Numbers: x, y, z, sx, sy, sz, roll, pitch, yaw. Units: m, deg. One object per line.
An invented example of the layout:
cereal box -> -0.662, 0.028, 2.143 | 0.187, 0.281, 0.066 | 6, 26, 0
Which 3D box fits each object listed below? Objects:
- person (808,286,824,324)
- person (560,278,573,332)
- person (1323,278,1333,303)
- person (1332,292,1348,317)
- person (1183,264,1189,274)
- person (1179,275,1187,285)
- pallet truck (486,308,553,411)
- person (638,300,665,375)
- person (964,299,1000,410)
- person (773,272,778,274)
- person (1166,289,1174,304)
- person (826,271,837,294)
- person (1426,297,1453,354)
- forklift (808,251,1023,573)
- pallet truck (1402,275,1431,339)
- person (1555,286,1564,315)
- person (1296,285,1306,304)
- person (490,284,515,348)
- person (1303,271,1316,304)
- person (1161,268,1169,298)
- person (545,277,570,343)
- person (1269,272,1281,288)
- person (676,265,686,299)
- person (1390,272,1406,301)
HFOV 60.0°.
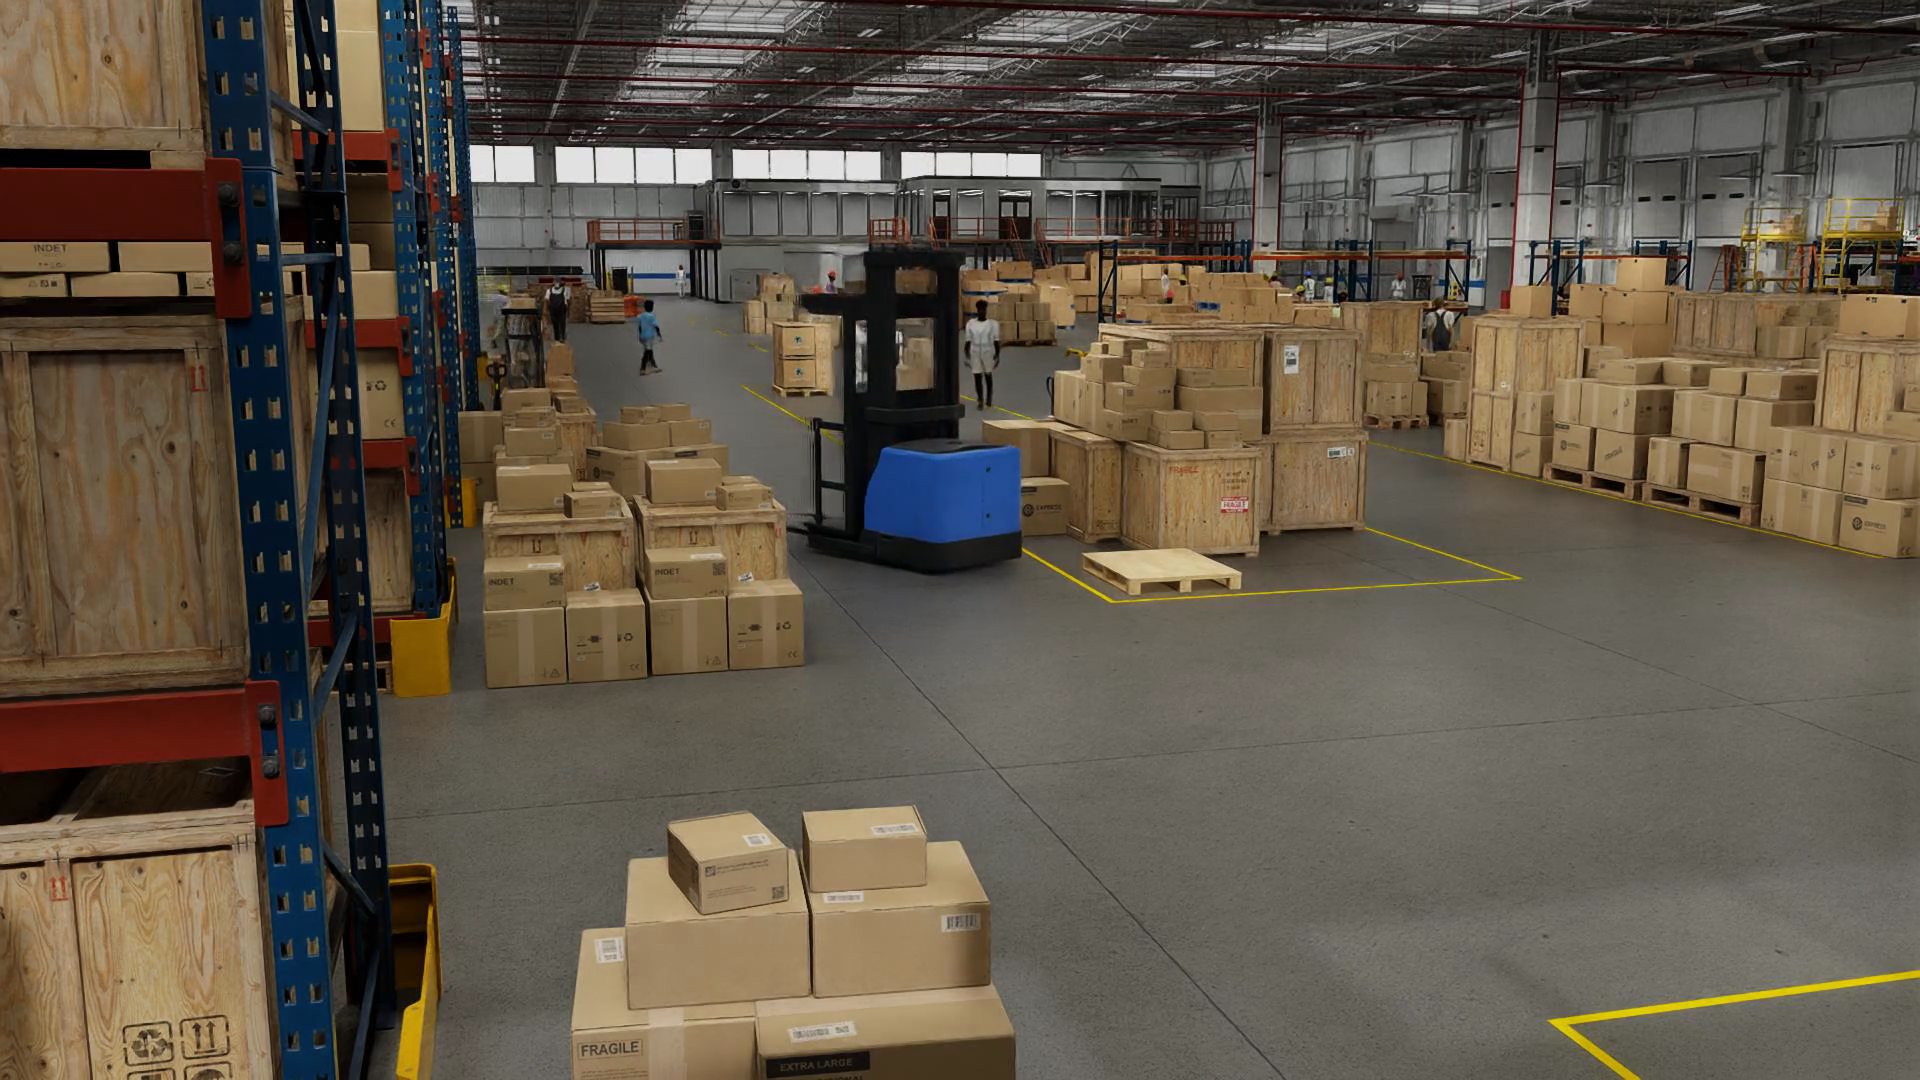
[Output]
person -> -3.384, -5.050, 39.432 | 0.361, 1.940, 0.543 | 6, 12, 31
person -> -13.332, -7.906, 55.991 | 0.539, 1.814, 0.996 | -3, 10, -15
person -> 13.387, -8.668, 60.543 | 0.553, 1.725, 0.480 | -6, 12, -30
person -> 7.926, -4.201, 34.687 | 0.392, 1.920, 0.591 | -4, 11, -22
person -> 11.561, -13.043, 84.565 | 0.609, 1.984, 0.399 | -6, 12, -32
person -> 7.277, -7.734, 54.666 | 0.384, 1.924, 0.594 | 3, 11, 19
pallet truck -> -6.242, -2.418, 24.362 | 0.823, 1.965, 1.885 | 1, 10, 3
person -> -6.900, -4.531, 37.282 | 0.536, 1.654, 0.848 | 9, 13, 42
person -> 0.370, -3.229, 29.089 | 0.615, 1.945, 0.481 | 2, 10, 10
person -> -7.273, -9.617, 65.537 | 0.503, 1.861, 0.328 | 9, 14, 42
person -> 4.619, -4.699, 37.518 | 0.631, 1.913, 0.595 | 1, 10, 3
person -> -4.431, -8.285, 57.507 | 0.406, 2.035, 0.601 | 1, 10, 3
person -> 10.002, -4.150, 34.709 | 0.524, 1.800, 0.693 | 2, 10, 13
forklift -> -0.401, -1.232, 15.151 | 1.129, 2.768, 1.873 | -9, 13, -40
pallet truck -> 14.620, -7.324, 52.145 | 0.823, 1.965, 1.885 | 8, 13, 40
person -> 17.641, -6.627, 49.040 | 0.317, 1.700, 0.539 | -1, 10, -5
person -> 9.670, -6.343, 47.246 | 0.309, 1.769, 0.524 | 1, 10, 7
person -> -12.920, -6.304, 46.907 | 0.598, 1.811, 0.790 | 4, 11, 24
person -> 13.250, -9.263, 63.263 | 0.603, 1.949, 0.384 | -8, 13, -37
person -> 8.699, -10.530, 70.467 | 0.370, 1.941, 0.627 | -1, 10, -8
person -> -11.777, -6.719, 48.599 | 0.701, 2.000, 1.039 | -1, 10, -5
person -> 11.751, -9.047, 62.139 | 0.593, 1.910, 0.506 | -5, 11, -24
person -> -15.259, -14.098, 90.980 | 0.572, 1.836, 1.003 | -3, 10, -14
person -> 17.368, -9.708, 66.023 | 0.586, 1.916, 0.791 | -1, 10, -4
